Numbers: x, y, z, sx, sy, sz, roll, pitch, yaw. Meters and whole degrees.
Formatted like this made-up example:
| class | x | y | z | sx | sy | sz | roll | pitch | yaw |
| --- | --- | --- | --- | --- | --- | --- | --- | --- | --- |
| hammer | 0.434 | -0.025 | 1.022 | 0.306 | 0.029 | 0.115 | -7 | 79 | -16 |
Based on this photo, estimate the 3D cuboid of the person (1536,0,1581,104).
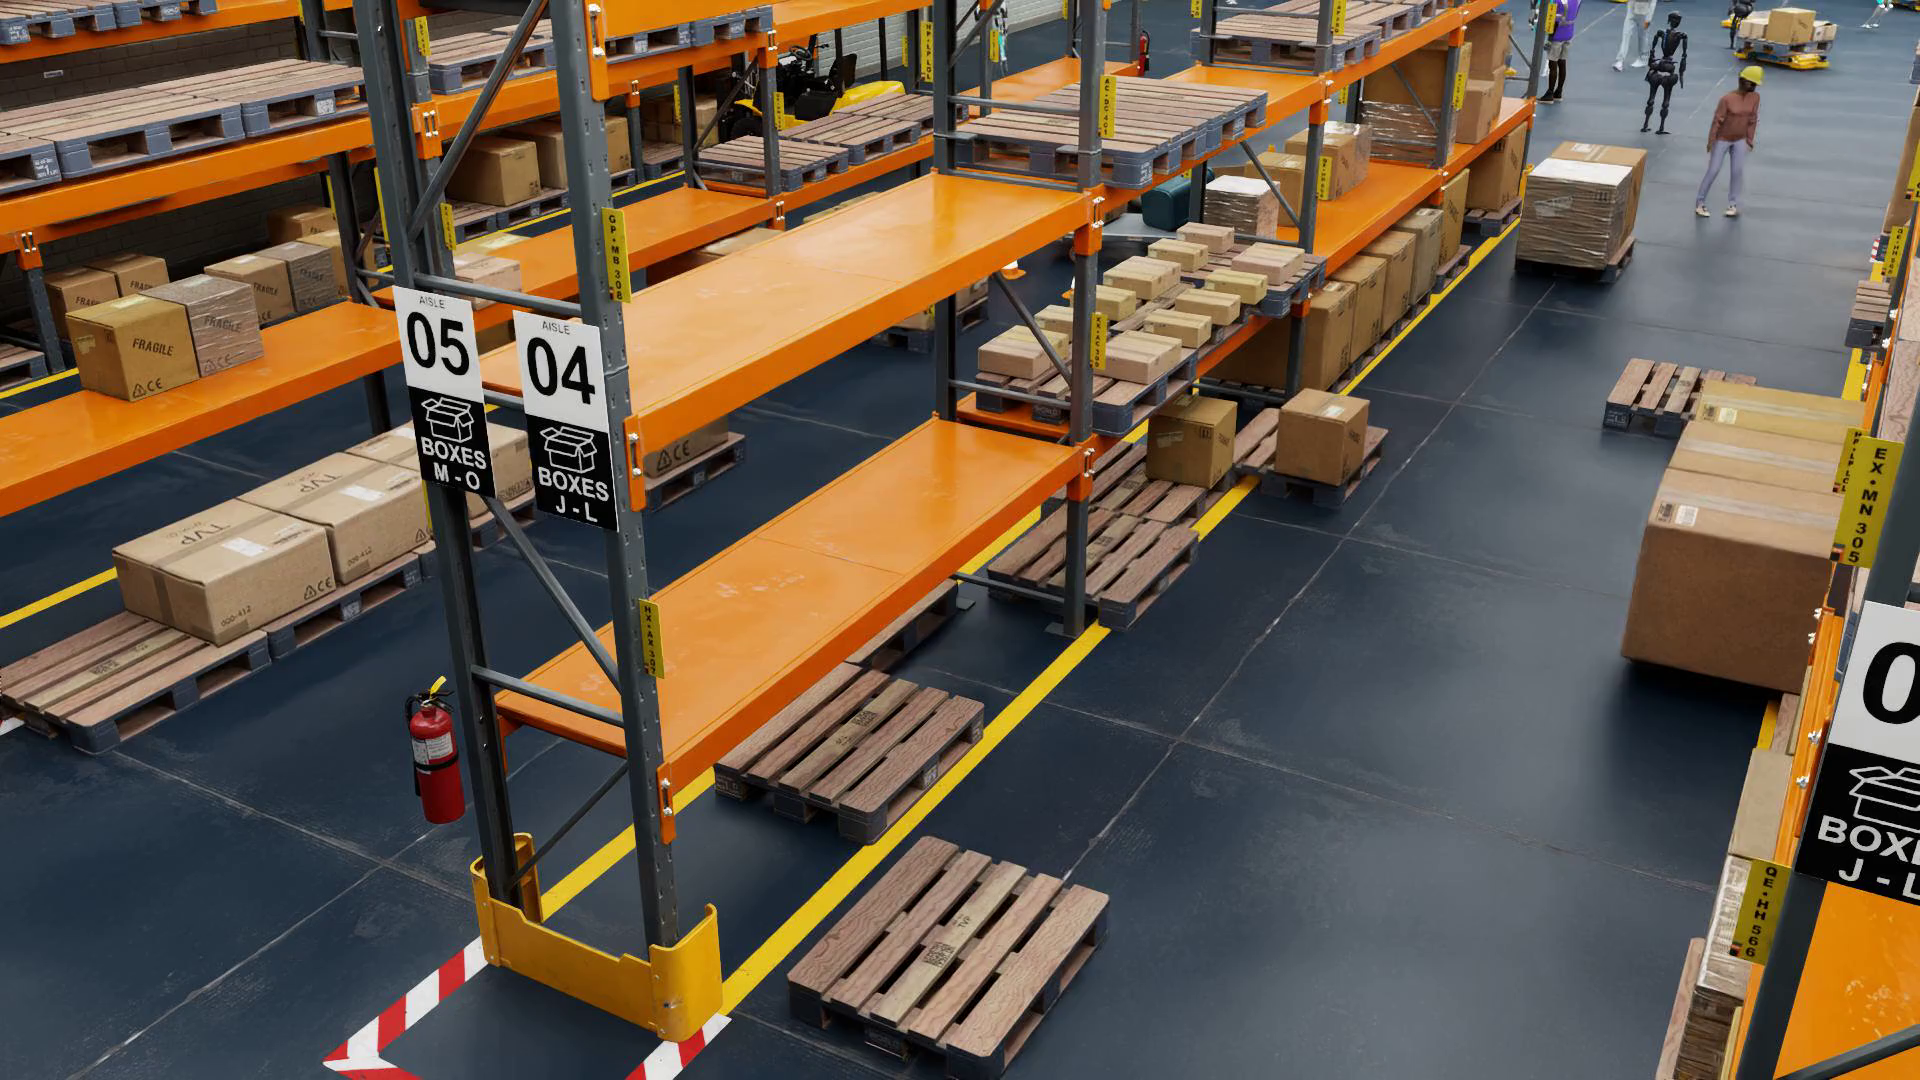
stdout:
| class | x | y | z | sx | sy | sz | roll | pitch | yaw |
| --- | --- | --- | --- | --- | --- | --- | --- | --- | --- |
| person | 9.110 | -7.652 | 25.287 | 0.605 | 1.966 | 0.368 | -21 | 32 | -36 |

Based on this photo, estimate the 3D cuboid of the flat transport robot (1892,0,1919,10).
| class | x | y | z | sx | sy | sz | roll | pitch | yaw |
| --- | --- | --- | --- | --- | --- | --- | --- | --- | --- |
| flat transport robot | 19.994 | -11.185 | 34.584 | 0.659 | 0.231 | 1.431 | 0 | 26 | 0 |

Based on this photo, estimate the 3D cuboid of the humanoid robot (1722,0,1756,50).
| class | x | y | z | sx | sy | sz | roll | pitch | yaw |
| --- | --- | --- | --- | --- | --- | --- | --- | --- | --- |
| humanoid robot | 13.979 | -9.548 | 29.587 | 0.600 | 1.635 | 0.549 | -19 | 31 | -34 |

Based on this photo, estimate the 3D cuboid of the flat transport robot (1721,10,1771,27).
| class | x | y | z | sx | sy | sz | roll | pitch | yaw |
| --- | --- | --- | --- | --- | --- | --- | --- | --- | --- |
| flat transport robot | 15.582 | -10.103 | 32.336 | 1.431 | 0.231 | 0.659 | -13 | 28 | -24 |

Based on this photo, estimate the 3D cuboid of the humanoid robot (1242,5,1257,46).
| class | x | y | z | sx | sy | sz | roll | pitch | yaw |
| --- | --- | --- | --- | --- | --- | --- | --- | --- | --- |
| humanoid robot | 4.070 | -6.867 | 24.005 | 0.596 | 1.643 | 0.534 | 15 | 30 | 29 |

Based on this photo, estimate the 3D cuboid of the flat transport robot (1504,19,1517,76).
| class | x | y | z | sx | sy | sz | roll | pitch | yaw |
| --- | --- | --- | --- | --- | --- | --- | --- | --- | --- |
| flat transport robot | 8.504 | -7.892 | 27.741 | 1.431 | 0.231 | 0.659 | 2 | 26 | 3 |

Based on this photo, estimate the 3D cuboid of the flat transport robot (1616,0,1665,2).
| class | x | y | z | sx | sy | sz | roll | pitch | yaw |
| --- | --- | --- | --- | --- | --- | --- | --- | --- | --- |
| flat transport robot | 14.602 | -11.679 | 35.610 | 1.431 | 0.231 | 0.659 | -4 | 26 | -9 |

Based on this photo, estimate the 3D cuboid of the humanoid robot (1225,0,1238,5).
| class | x | y | z | sx | sy | sz | roll | pitch | yaw |
| --- | --- | --- | --- | --- | --- | --- | --- | --- | --- |
| humanoid robot | 5.752 | -11.991 | 34.437 | 0.722 | 1.691 | 0.530 | 0 | 26 | -1 |

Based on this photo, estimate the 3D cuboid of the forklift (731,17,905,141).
| class | x | y | z | sx | sy | sz | roll | pitch | yaw |
| --- | --- | --- | --- | --- | --- | --- | --- | --- | --- |
| forklift | -1.819 | -5.975 | 21.543 | 2.313 | 2.155 | 1.214 | 14 | 29 | 26 |

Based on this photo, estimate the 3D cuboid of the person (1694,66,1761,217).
| class | x | y | z | sx | sy | sz | roll | pitch | yaw |
| --- | --- | --- | --- | --- | --- | --- | --- | --- | --- |
| person | 8.914 | -4.605 | 19.216 | 0.564 | 1.737 | 0.414 | -4 | 26 | -9 |

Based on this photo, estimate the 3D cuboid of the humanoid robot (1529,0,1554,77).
| class | x | y | z | sx | sy | sz | roll | pitch | yaw |
| --- | --- | --- | --- | --- | --- | --- | --- | --- | --- |
| humanoid robot | 9.730 | -8.570 | 27.459 | 0.559 | 1.789 | 0.675 | 19 | 32 | 34 |

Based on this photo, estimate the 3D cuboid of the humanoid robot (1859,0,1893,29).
| class | x | y | z | sx | sy | sz | roll | pitch | yaw |
| --- | --- | --- | --- | --- | --- | --- | --- | --- | --- |
| humanoid robot | 17.353 | -10.482 | 31.276 | 0.533 | 1.677 | 0.735 | -5 | 26 | -11 |

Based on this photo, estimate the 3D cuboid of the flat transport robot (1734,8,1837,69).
| class | x | y | z | sx | sy | sz | roll | pitch | yaw |
| --- | --- | --- | --- | --- | --- | --- | --- | --- | --- |
| flat transport robot | 14.208 | -8.355 | 28.704 | 0.659 | 0.231 | 1.431 | -11 | 28 | -22 |

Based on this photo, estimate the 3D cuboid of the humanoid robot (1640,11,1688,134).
| class | x | y | z | sx | sy | sz | roll | pitch | yaw |
| --- | --- | --- | --- | --- | --- | --- | --- | --- | --- |
| humanoid robot | 9.898 | -6.577 | 23.373 | 0.315 | 1.654 | 0.599 | -17 | 31 | -31 |

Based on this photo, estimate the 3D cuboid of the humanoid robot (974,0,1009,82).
| class | x | y | z | sx | sy | sz | roll | pitch | yaw |
| --- | --- | --- | --- | --- | --- | --- | --- | --- | --- |
| humanoid robot | 0.543 | -8.015 | 26.318 | 0.607 | 1.786 | 0.820 | -4 | 26 | -8 |

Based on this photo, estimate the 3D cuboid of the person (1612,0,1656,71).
| class | x | y | z | sx | sy | sz | roll | pitch | yaw |
| --- | --- | --- | --- | --- | --- | --- | --- | --- | --- |
| person | 11.357 | -8.799 | 27.825 | 1.075 | 1.834 | 0.598 | -23 | 34 | -39 |
